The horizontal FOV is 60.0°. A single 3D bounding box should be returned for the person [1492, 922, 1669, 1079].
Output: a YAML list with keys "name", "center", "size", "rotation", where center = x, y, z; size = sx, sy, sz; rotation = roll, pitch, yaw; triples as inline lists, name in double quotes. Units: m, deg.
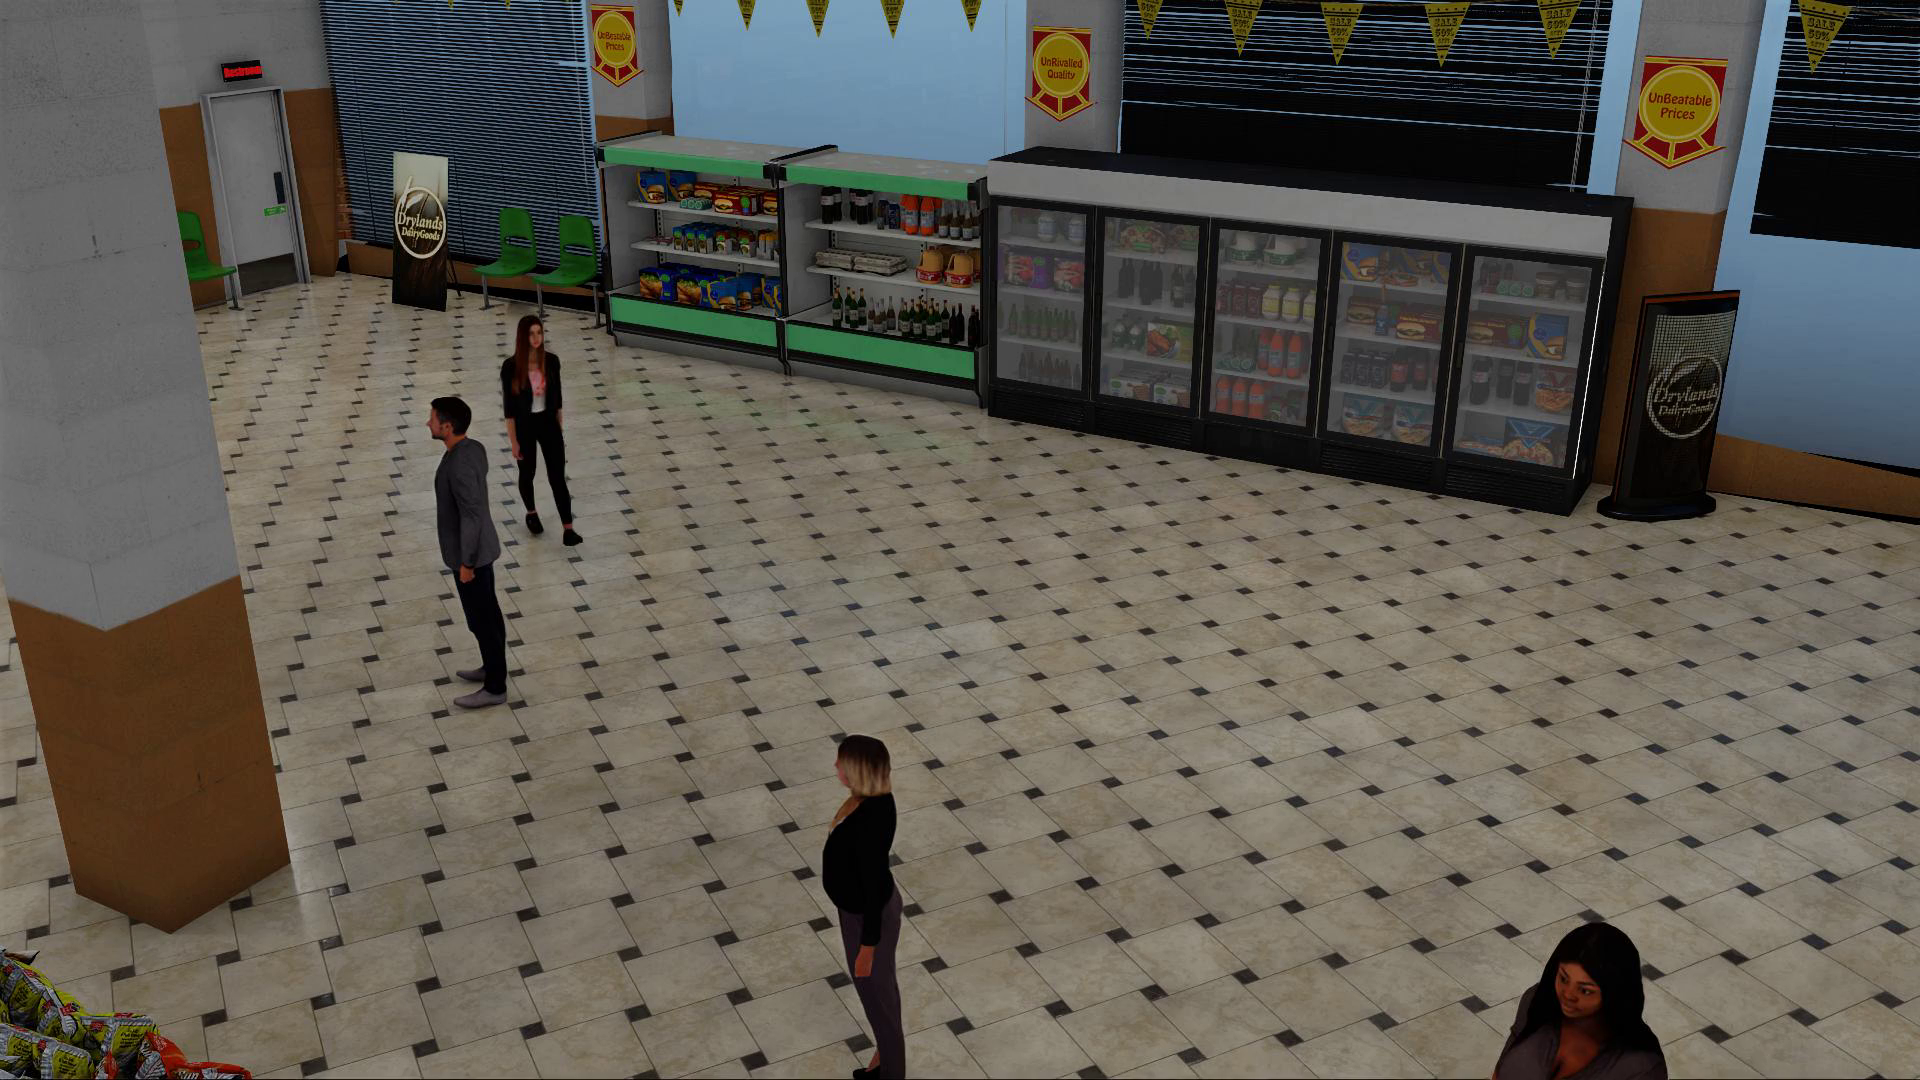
- name: "person"
  center: [1.831, 1.929, 5.048]
  size: [0.817, 1.836, 0.702]
  rotation: [-13, 25, -29]

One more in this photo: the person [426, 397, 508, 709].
- name: "person"
  center: [-2.831, 0.058, 9.654]
  size: [0.822, 1.873, 0.783]
  rotation: [-4, 22, -9]

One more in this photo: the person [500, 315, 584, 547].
- name: "person"
  center: [-3.112, -0.796, 12.056]
  size: [0.998, 1.668, 1.194]
  rotation: [-11, 24, -26]

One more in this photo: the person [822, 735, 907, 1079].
- name: "person"
  center: [-0.327, 1.488, 6.372]
  size: [0.695, 1.667, 0.678]
  rotation: [0, 22, -1]
